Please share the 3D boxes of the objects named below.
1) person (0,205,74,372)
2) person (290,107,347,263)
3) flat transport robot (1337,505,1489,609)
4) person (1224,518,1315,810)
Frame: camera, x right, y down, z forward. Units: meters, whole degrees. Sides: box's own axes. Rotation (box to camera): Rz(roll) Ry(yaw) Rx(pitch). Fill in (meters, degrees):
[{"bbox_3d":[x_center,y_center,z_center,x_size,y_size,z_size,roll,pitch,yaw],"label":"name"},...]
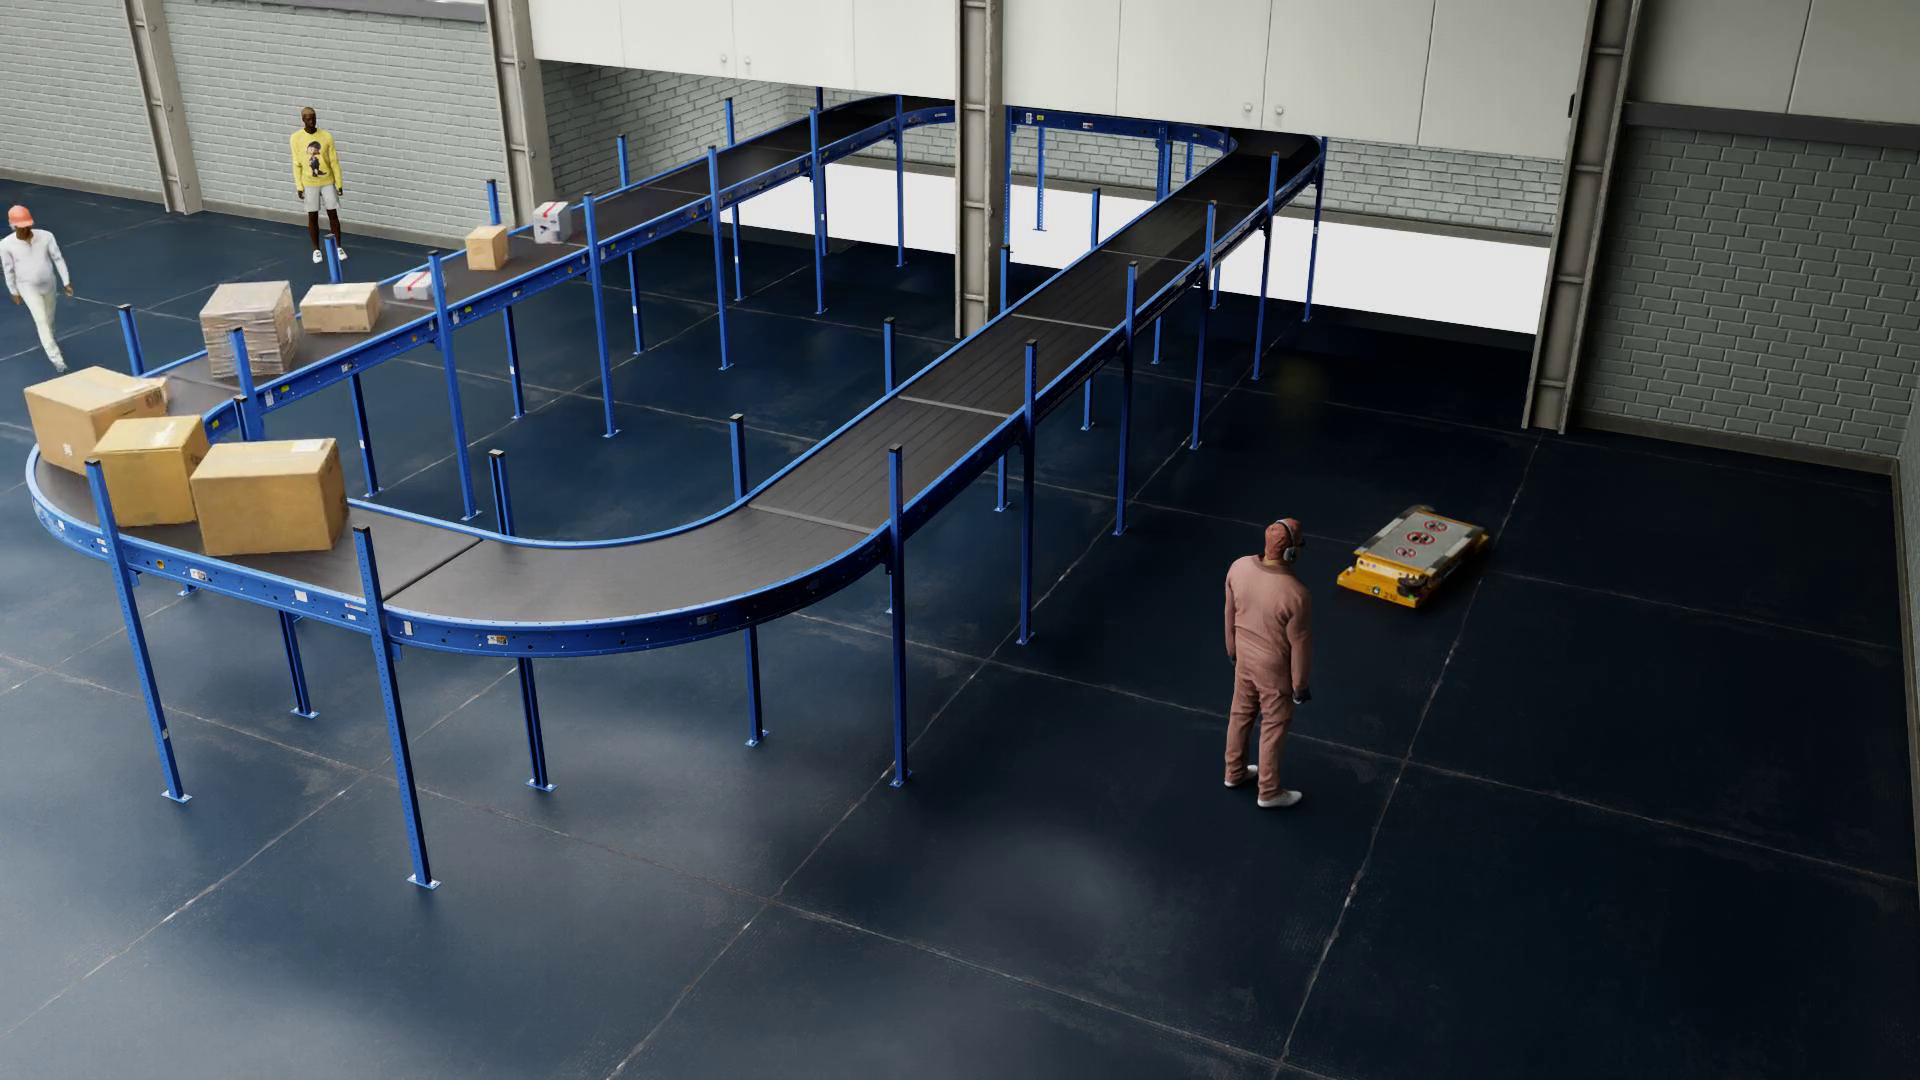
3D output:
[{"bbox_3d":[-9.547,-2.653,17.210,0.918,1.698,0.556,22,34,37],"label":"person"},{"bbox_3d":[-7.889,-4.378,20.480,0.549,1.895,0.385,-12,29,-23],"label":"person"},{"bbox_3d":[3.628,0.116,13.242,0.659,0.231,1.431,19,32,33],"label":"flat transport robot"},{"bbox_3d":[1.898,0.742,10.141,0.405,1.905,0.651,-18,32,-32],"label":"person"}]
